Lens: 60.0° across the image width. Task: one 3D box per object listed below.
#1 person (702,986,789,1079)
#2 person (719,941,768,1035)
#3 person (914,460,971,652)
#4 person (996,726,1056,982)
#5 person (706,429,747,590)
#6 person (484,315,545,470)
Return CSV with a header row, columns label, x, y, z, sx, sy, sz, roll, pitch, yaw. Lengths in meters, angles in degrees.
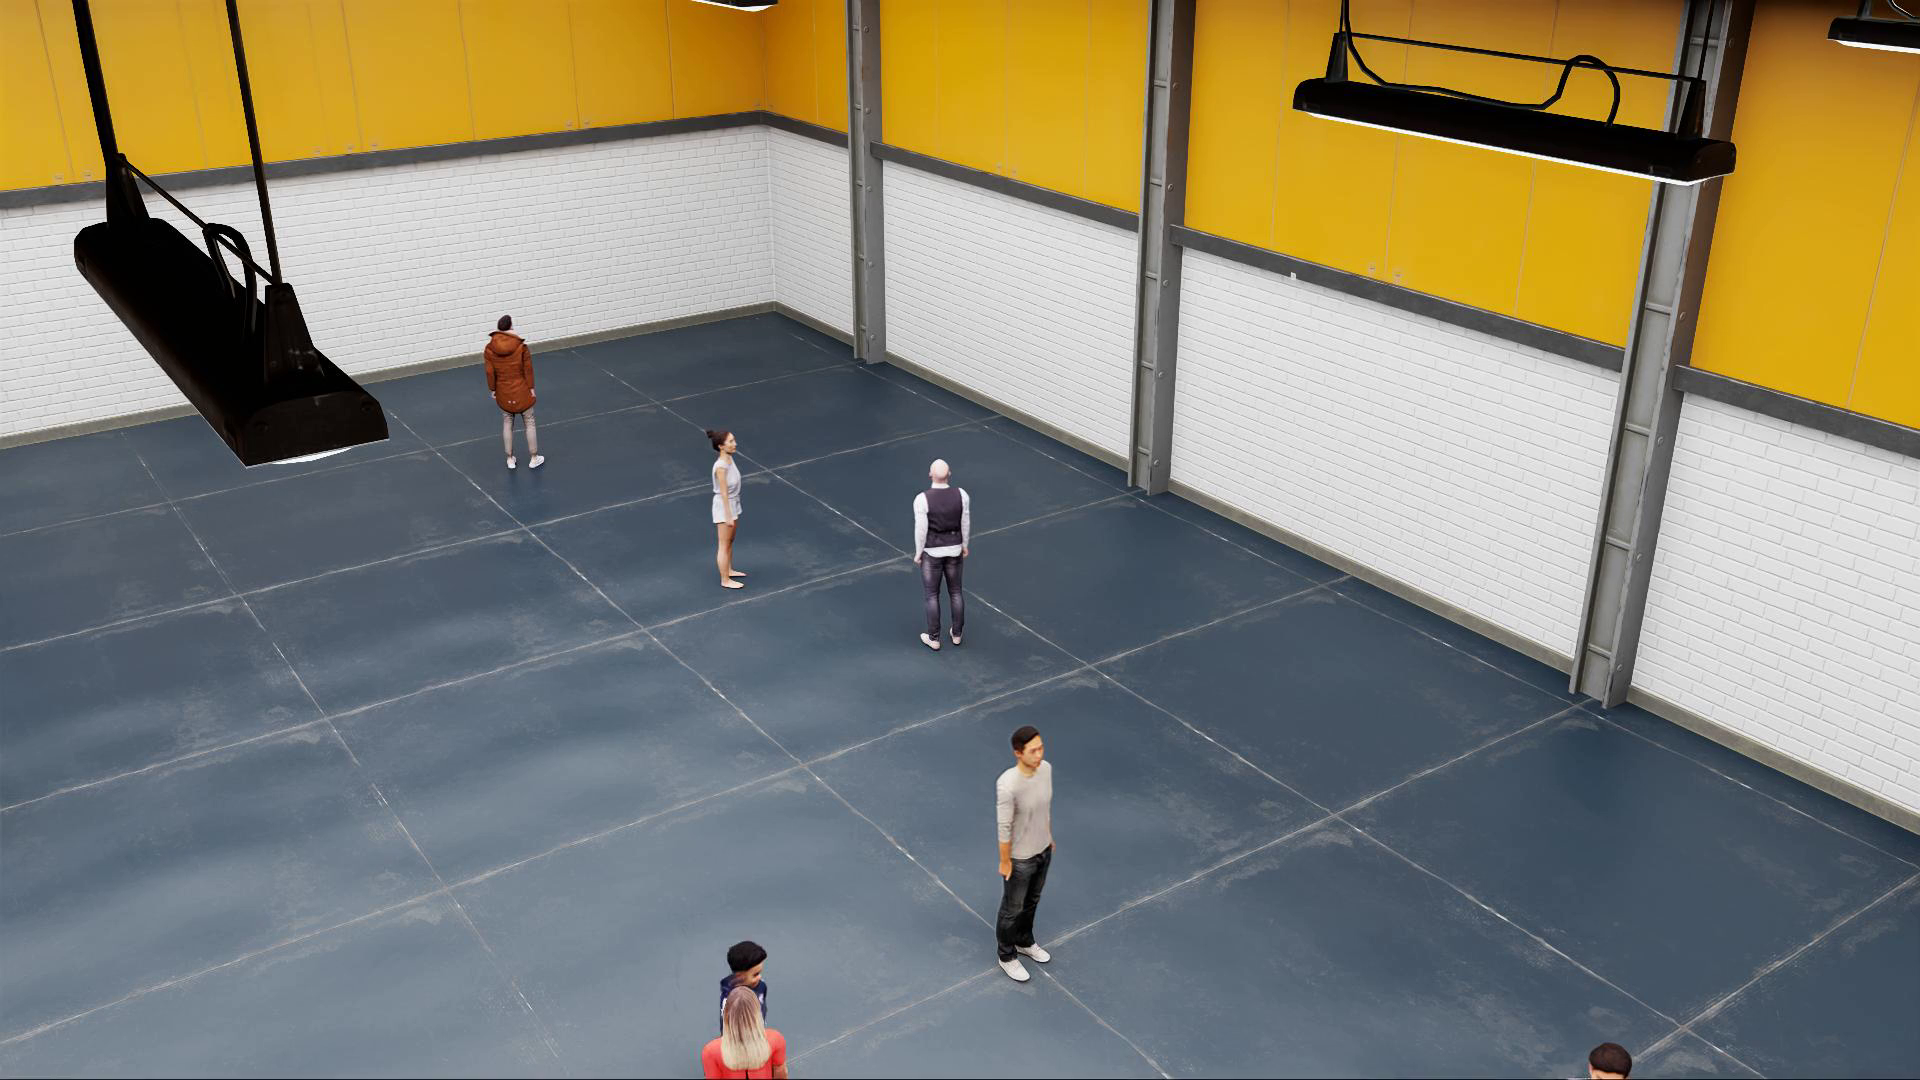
label,x,y,z,sx,sy,sz,roll,pitch,yaw
person,-1.103,3.036,8.669,0.649,1.694,0.617,-8,25,-17
person,-1.297,2.860,9.693,0.560,1.196,0.832,-18,30,-36
person,-0.168,0.125,15.167,0.744,1.823,0.681,-9,25,-19
person,0.417,2.009,10.873,0.626,1.811,0.716,19,30,37
person,-2.315,-0.326,16.476,0.731,1.601,0.656,1,24,3
person,-5.196,-1.726,19.383,0.850,1.839,0.890,0,24,0
